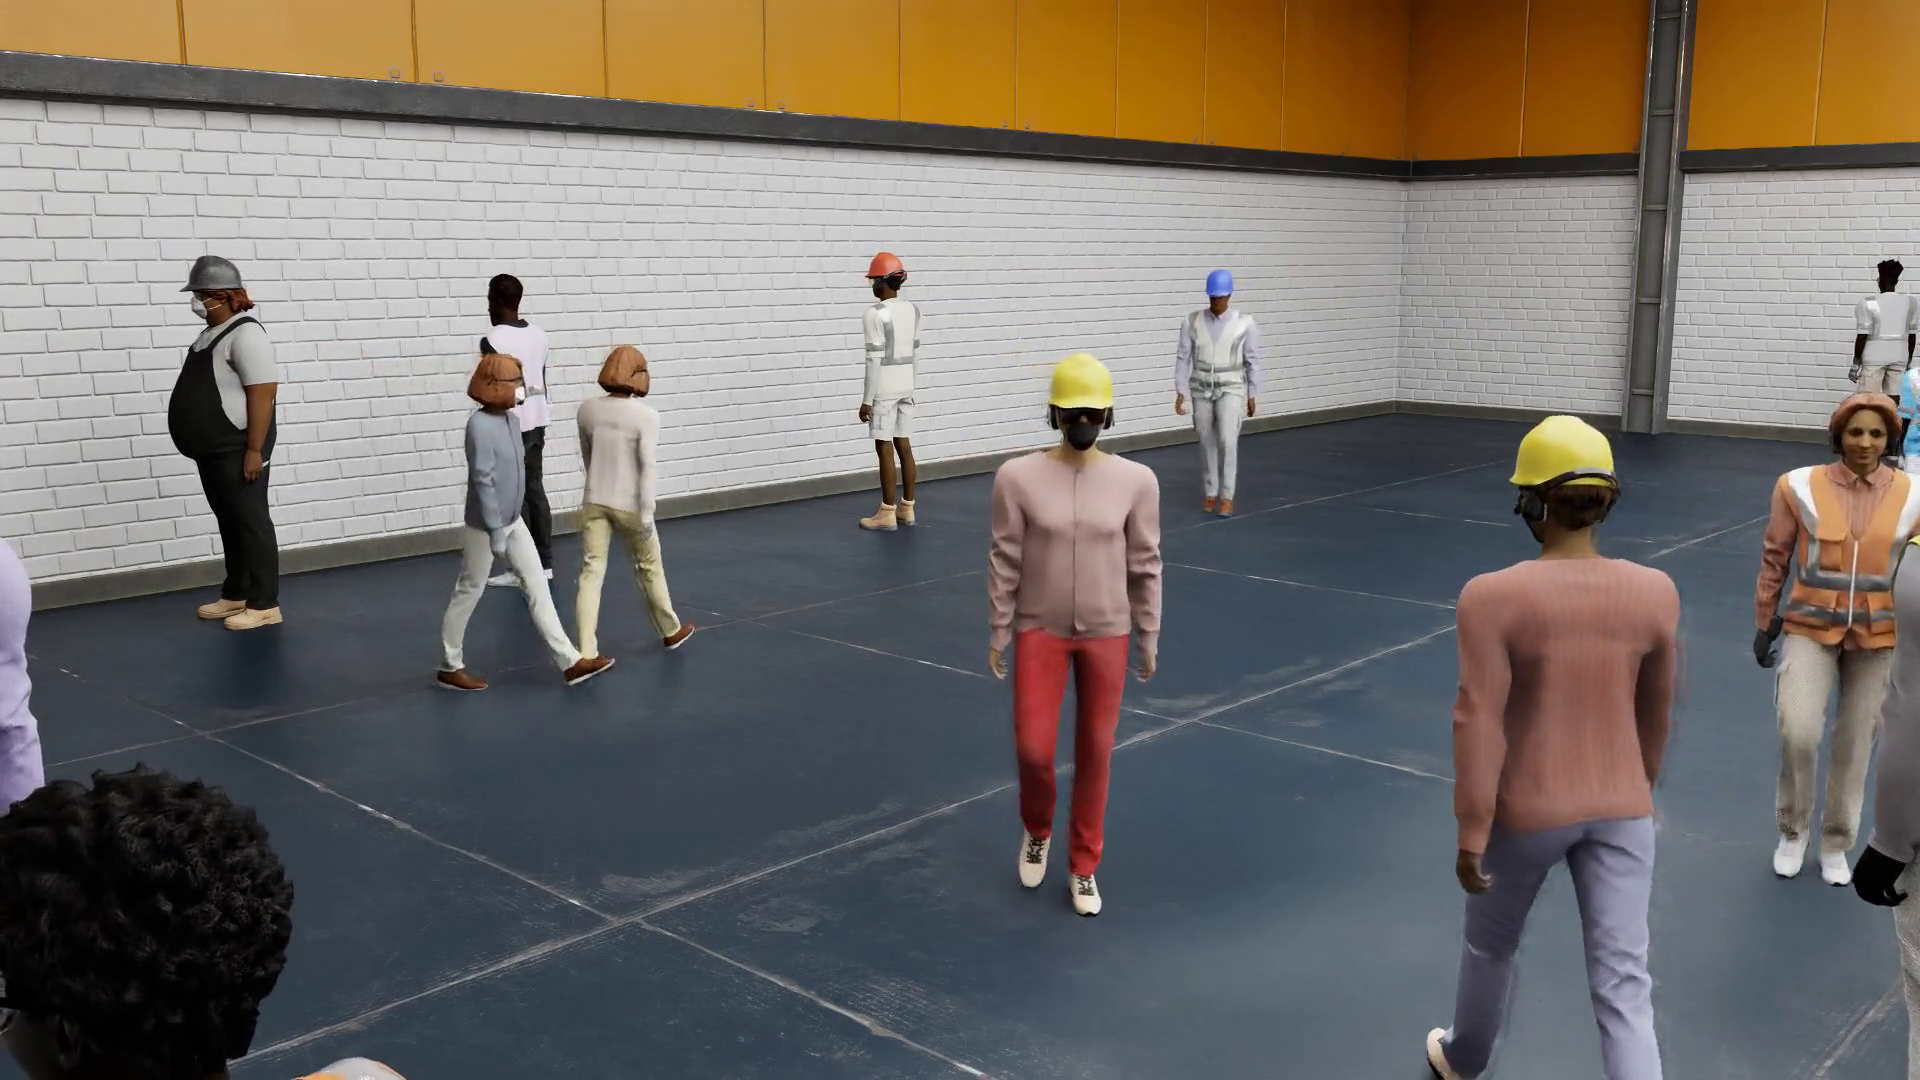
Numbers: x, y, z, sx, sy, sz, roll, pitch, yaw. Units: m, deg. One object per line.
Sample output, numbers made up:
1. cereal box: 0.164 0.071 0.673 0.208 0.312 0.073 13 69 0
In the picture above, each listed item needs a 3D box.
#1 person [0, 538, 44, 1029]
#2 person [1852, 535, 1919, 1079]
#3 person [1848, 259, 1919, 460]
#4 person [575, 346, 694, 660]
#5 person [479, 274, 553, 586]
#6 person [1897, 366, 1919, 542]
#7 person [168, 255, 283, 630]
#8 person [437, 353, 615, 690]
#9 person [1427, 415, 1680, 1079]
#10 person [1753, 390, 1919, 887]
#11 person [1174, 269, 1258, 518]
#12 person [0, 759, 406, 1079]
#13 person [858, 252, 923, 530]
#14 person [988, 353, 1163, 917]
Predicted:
1. person: -1.817 0.639 2.733 0.628 1.940 0.378 -10 14 -44
2. person: 2.103 0.574 3.381 0.622 1.845 0.430 -2 10 -10
3. person: 9.037 -1.756 16.289 0.602 1.967 0.370 0 10 3
4. person: -1.664 -0.166 8.310 0.512 1.589 0.853 4 11 19
5. person: -2.727 -0.670 10.243 0.375 1.917 0.598 3 10 17
6. person: 6.006 -0.534 10.162 0.533 1.671 0.757 8 12 37
7. person: -4.037 -0.533 9.117 0.538 2.000 0.690 -9 13 -42
8. person: -2.084 -0.066 7.714 0.866 1.583 0.520 2 10 10
9. person: 1.324 0.598 3.649 0.541 1.716 0.960 -1 10 -4
10. person: 2.860 0.331 5.376 0.536 1.624 0.404 4 11 22
11. person: 1.967 -1.128 12.878 0.612 1.910 0.786 4 11 21
12. person: -0.584 1.007 1.356 0.321 1.691 0.531 3 10 17
13. person: -0.535 -1.091 12.288 0.371 2.044 0.608 7 12 33
14. person: 0.360 0.299 5.167 0.544 1.754 0.359 -1 10 -3
